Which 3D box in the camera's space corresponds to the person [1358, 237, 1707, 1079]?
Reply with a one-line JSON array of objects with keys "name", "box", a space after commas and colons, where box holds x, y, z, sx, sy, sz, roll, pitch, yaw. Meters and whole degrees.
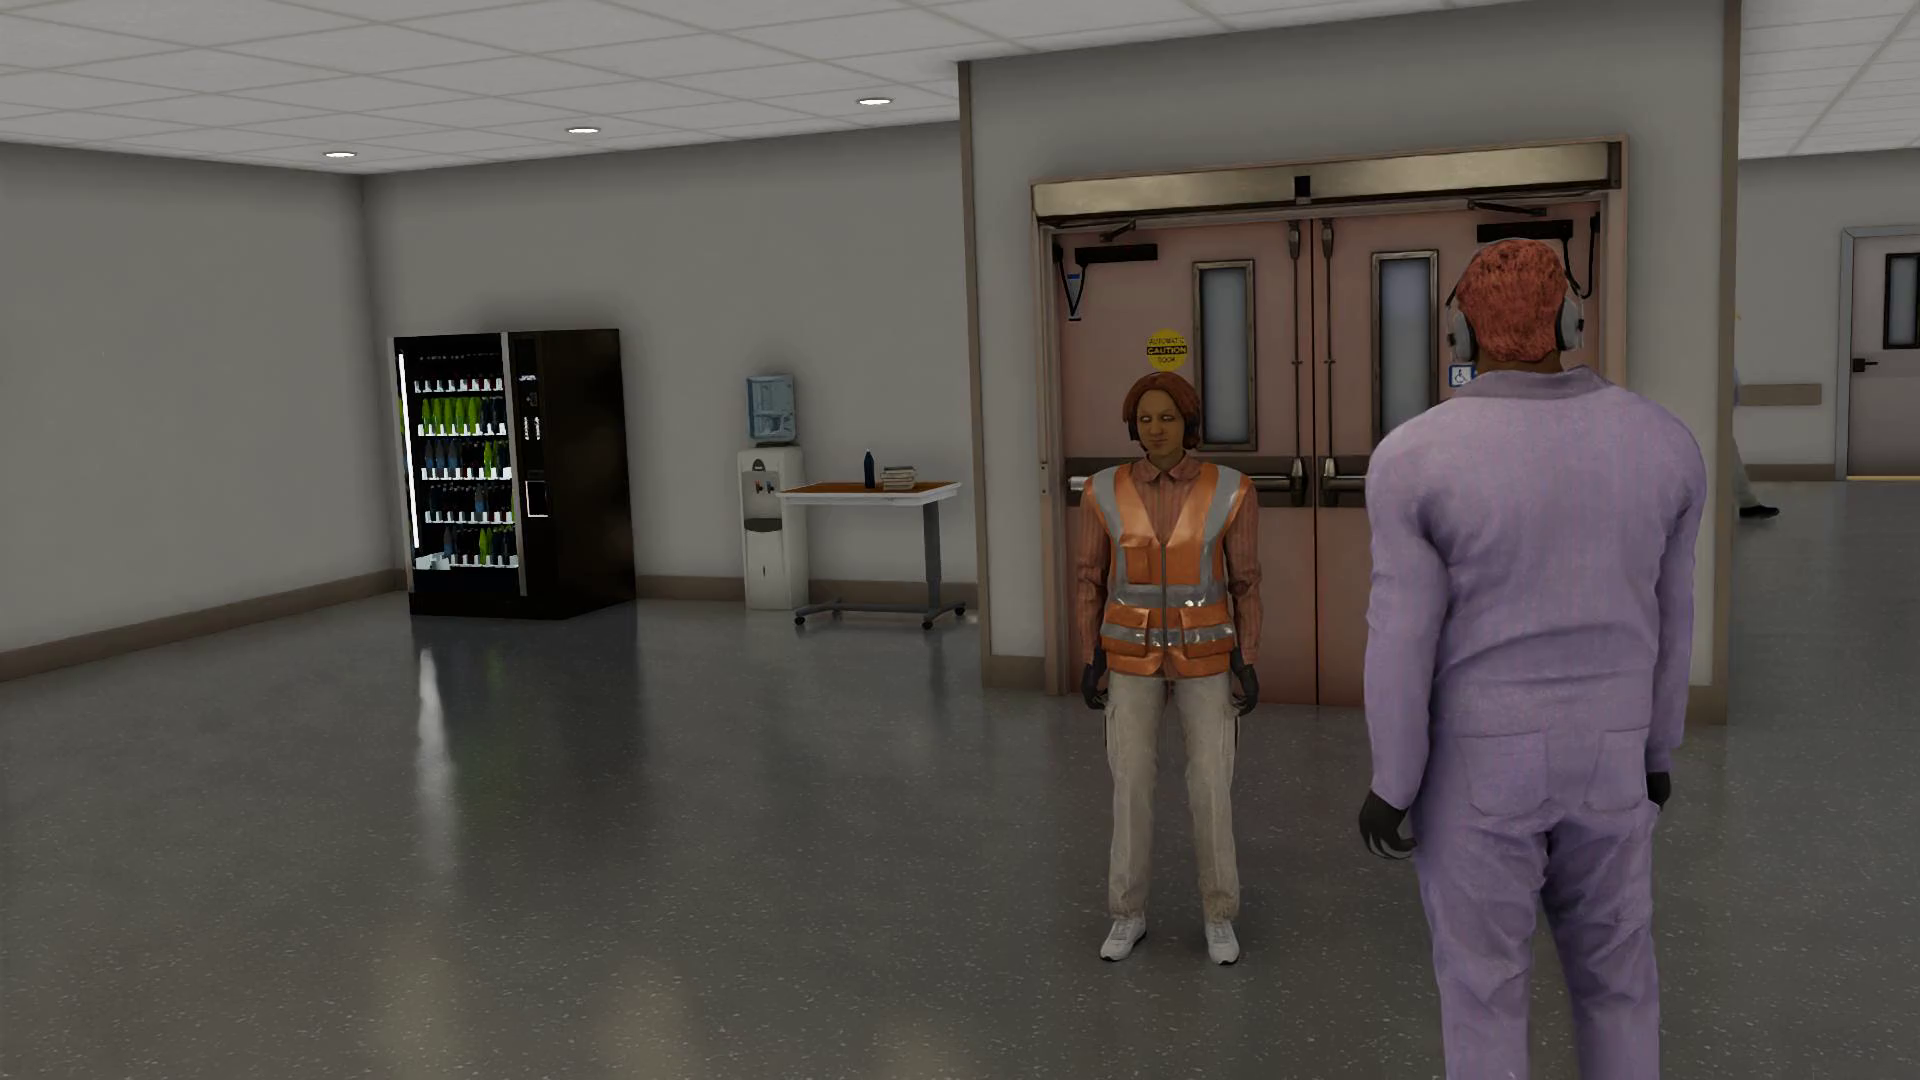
[{"name": "person", "box": [1.041, 0.401, 3.105, 0.642, 1.905, 0.401, -3, 7, -9]}]

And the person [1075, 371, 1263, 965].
[{"name": "person", "box": [0.581, 0.354, 4.611, 0.517, 1.641, 0.308, -1, 8, 12]}]
